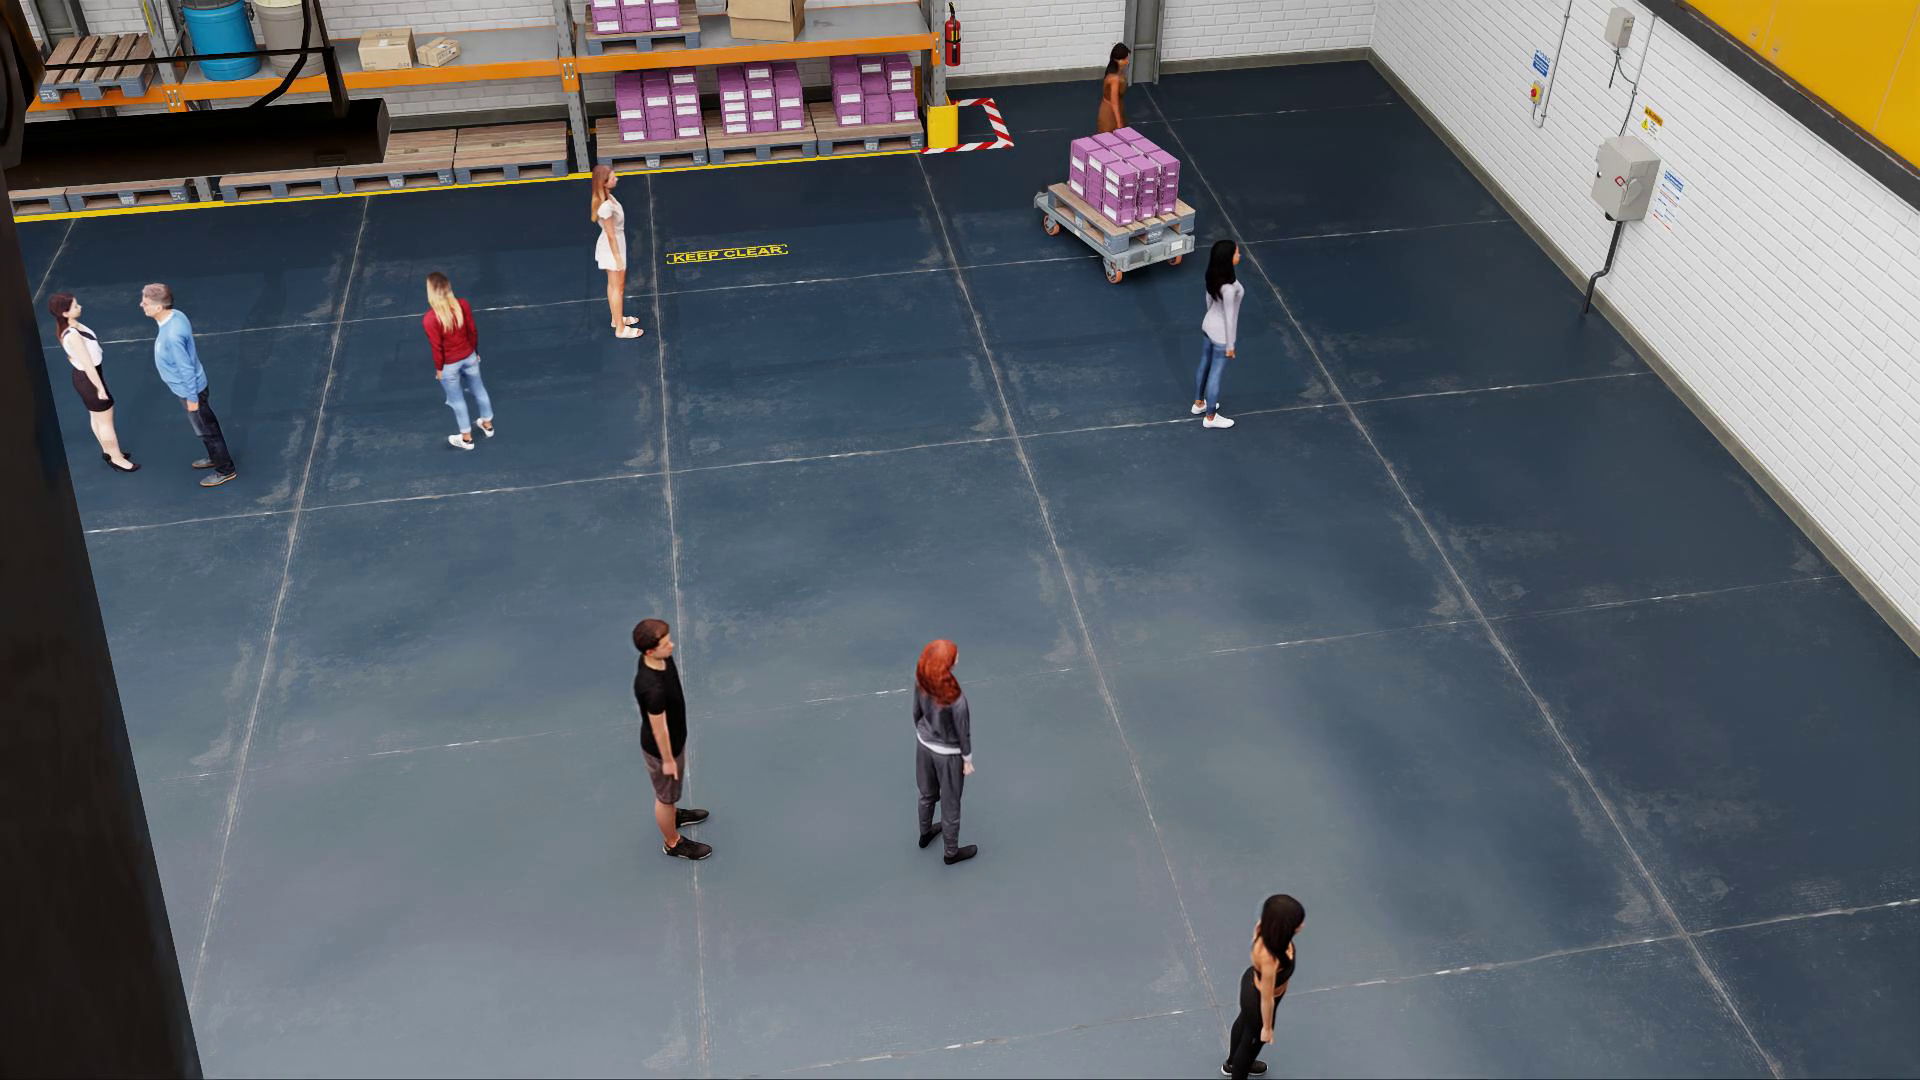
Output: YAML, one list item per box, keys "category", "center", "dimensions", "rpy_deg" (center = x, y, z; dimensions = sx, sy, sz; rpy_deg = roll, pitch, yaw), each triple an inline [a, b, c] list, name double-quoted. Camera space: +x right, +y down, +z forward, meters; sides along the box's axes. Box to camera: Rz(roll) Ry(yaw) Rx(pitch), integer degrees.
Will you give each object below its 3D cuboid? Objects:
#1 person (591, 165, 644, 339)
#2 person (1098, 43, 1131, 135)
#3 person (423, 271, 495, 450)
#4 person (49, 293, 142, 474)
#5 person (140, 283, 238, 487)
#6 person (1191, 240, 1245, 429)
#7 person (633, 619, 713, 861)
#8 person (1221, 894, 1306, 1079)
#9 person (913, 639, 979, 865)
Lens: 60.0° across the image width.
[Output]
- category: "person"
  center: [-3.200, -2.666, 15.290]
  dimensions: [0.573, 1.697, 0.585]
  rpy_deg: [-10, 40, -12]
- category: "person"
  center: [1.537, -4.468, 17.581]
  dimensions: [0.691, 1.655, 0.701]
  rpy_deg: [1, 39, 1]
- category: "person"
  center: [-4.208, -1.511, 13.895]
  dimensions: [0.735, 1.634, 0.657]
  rpy_deg: [28, 46, 30]
- category: "person"
  center: [-7.103, -1.288, 13.604]
  dimensions: [0.644, 1.648, 0.627]
  rpy_deg: [-25, 45, -28]
- category: "person"
  center: [-6.243, -1.279, 13.456]
  dimensions: [0.675, 1.818, 0.724]
  rpy_deg: [-18, 42, -21]
- category: "person"
  center: [2.181, -1.759, 14.123]
  dimensions: [0.553, 1.736, 0.623]
  rpy_deg: [-10, 40, -12]
- category: "person"
  center: [-1.839, 1.204, 10.313]
  dimensions: [0.586, 1.861, 0.671]
  rpy_deg: [-4, 39, -5]
- category: "person"
  center: [1.610, 2.449, 8.931]
  dimensions: [0.583, 1.642, 0.621]
  rpy_deg: [4, 39, 5]
- category: "person"
  center: [-0.113, 1.295, 10.266]
  dimensions: [0.650, 1.779, 0.670]
  rpy_deg: [31, 48, 33]
